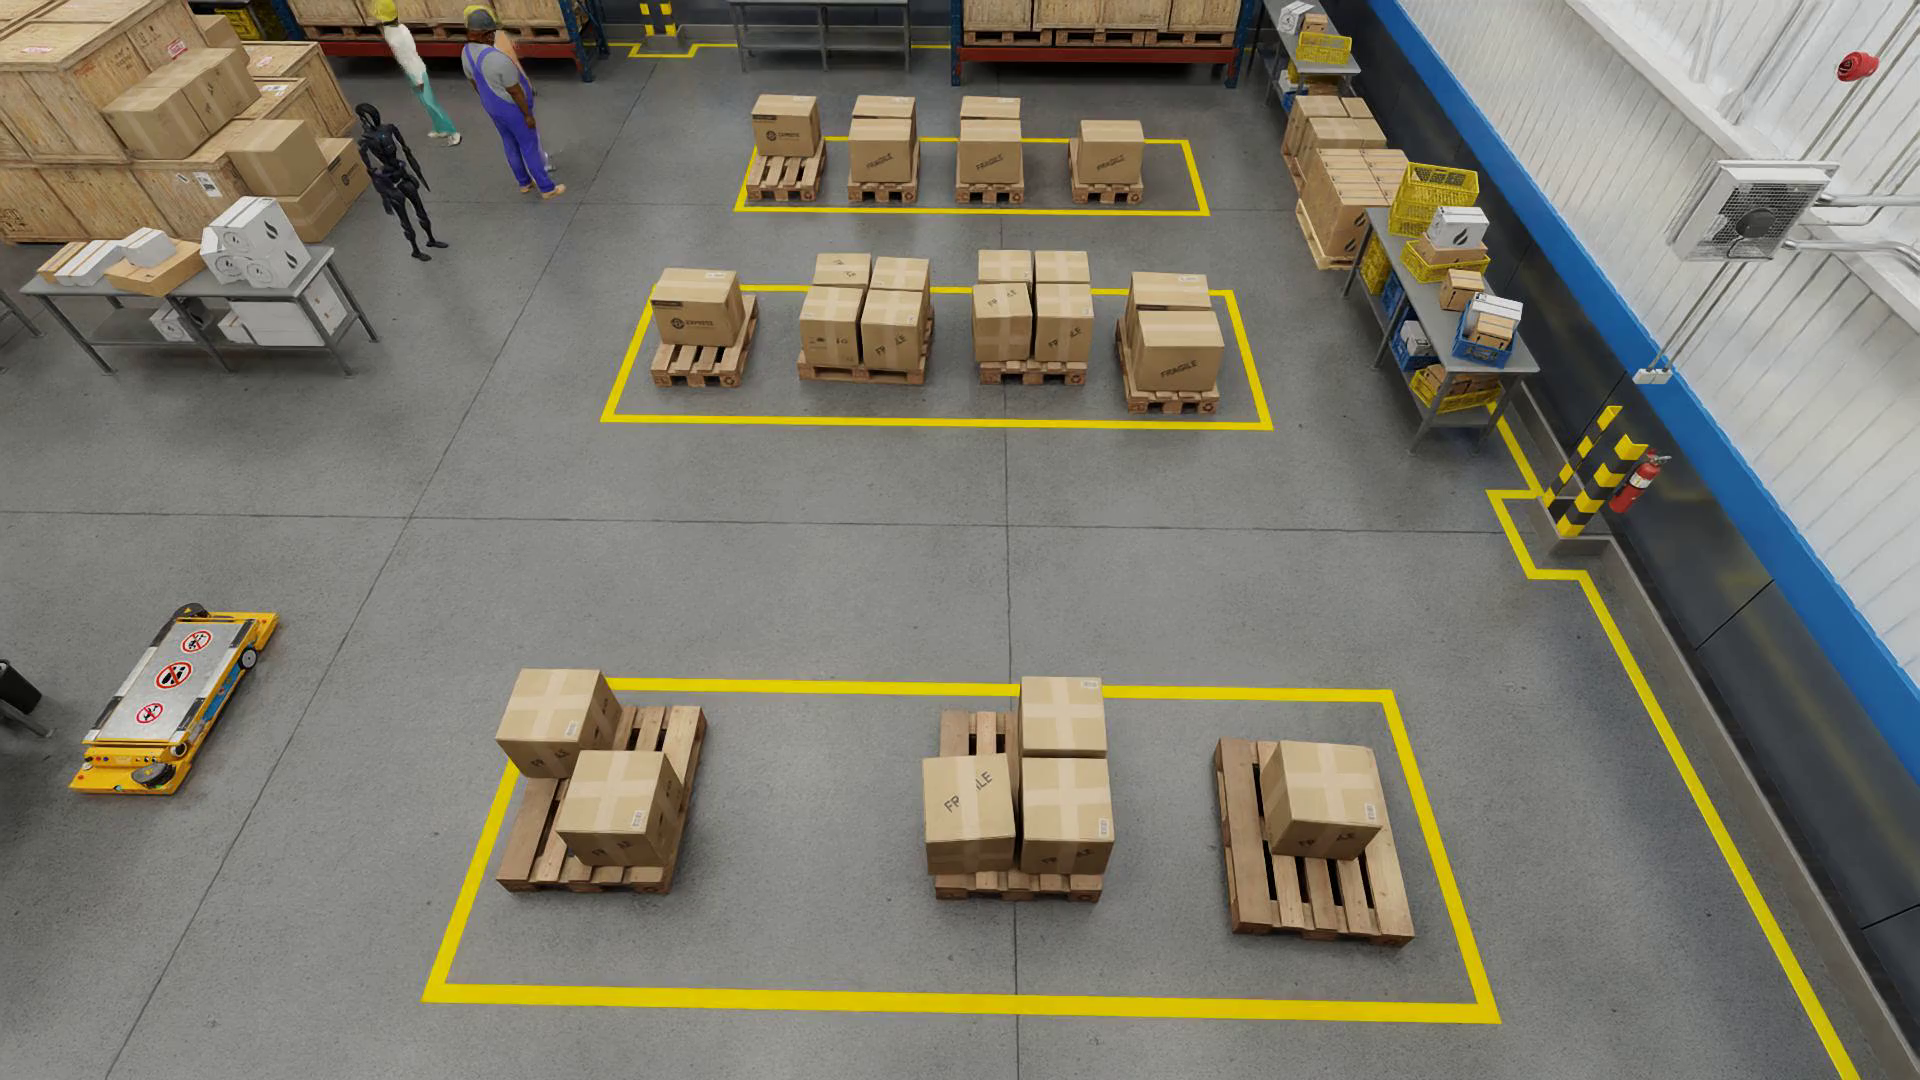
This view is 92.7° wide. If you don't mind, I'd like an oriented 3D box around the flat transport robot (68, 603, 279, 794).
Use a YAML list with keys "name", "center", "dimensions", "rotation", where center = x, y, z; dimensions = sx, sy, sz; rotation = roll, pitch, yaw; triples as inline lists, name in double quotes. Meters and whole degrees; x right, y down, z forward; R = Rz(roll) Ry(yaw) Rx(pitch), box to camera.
- name: "flat transport robot"
  center: [-5.504, 1.072, 6.442]
  dimensions: [0.652, 0.197, 1.431]
  rotation: [1, 50, 1]

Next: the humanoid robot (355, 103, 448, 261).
- name: "humanoid robot"
  center: [-5.900, -3.737, 9.606]
  dimensions: [0.330, 1.650, 0.580]
  rotation: [17, 52, 14]

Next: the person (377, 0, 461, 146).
- name: "person"
  center: [-6.701, -5.749, 11.281]
  dimensions: [0.327, 1.725, 0.630]
  rotation: [-37, 59, -27]

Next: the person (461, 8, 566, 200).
- name: "person"
  center: [-5.067, -4.899, 10.353]
  dimensions: [0.677, 2.000, 0.537]
  rotation: [23, 54, 19]

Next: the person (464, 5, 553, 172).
- name: "person"
  center: [-5.266, -5.214, 10.705]
  dimensions: [0.465, 1.902, 0.606]
  rotation: [-1, 50, -1]
